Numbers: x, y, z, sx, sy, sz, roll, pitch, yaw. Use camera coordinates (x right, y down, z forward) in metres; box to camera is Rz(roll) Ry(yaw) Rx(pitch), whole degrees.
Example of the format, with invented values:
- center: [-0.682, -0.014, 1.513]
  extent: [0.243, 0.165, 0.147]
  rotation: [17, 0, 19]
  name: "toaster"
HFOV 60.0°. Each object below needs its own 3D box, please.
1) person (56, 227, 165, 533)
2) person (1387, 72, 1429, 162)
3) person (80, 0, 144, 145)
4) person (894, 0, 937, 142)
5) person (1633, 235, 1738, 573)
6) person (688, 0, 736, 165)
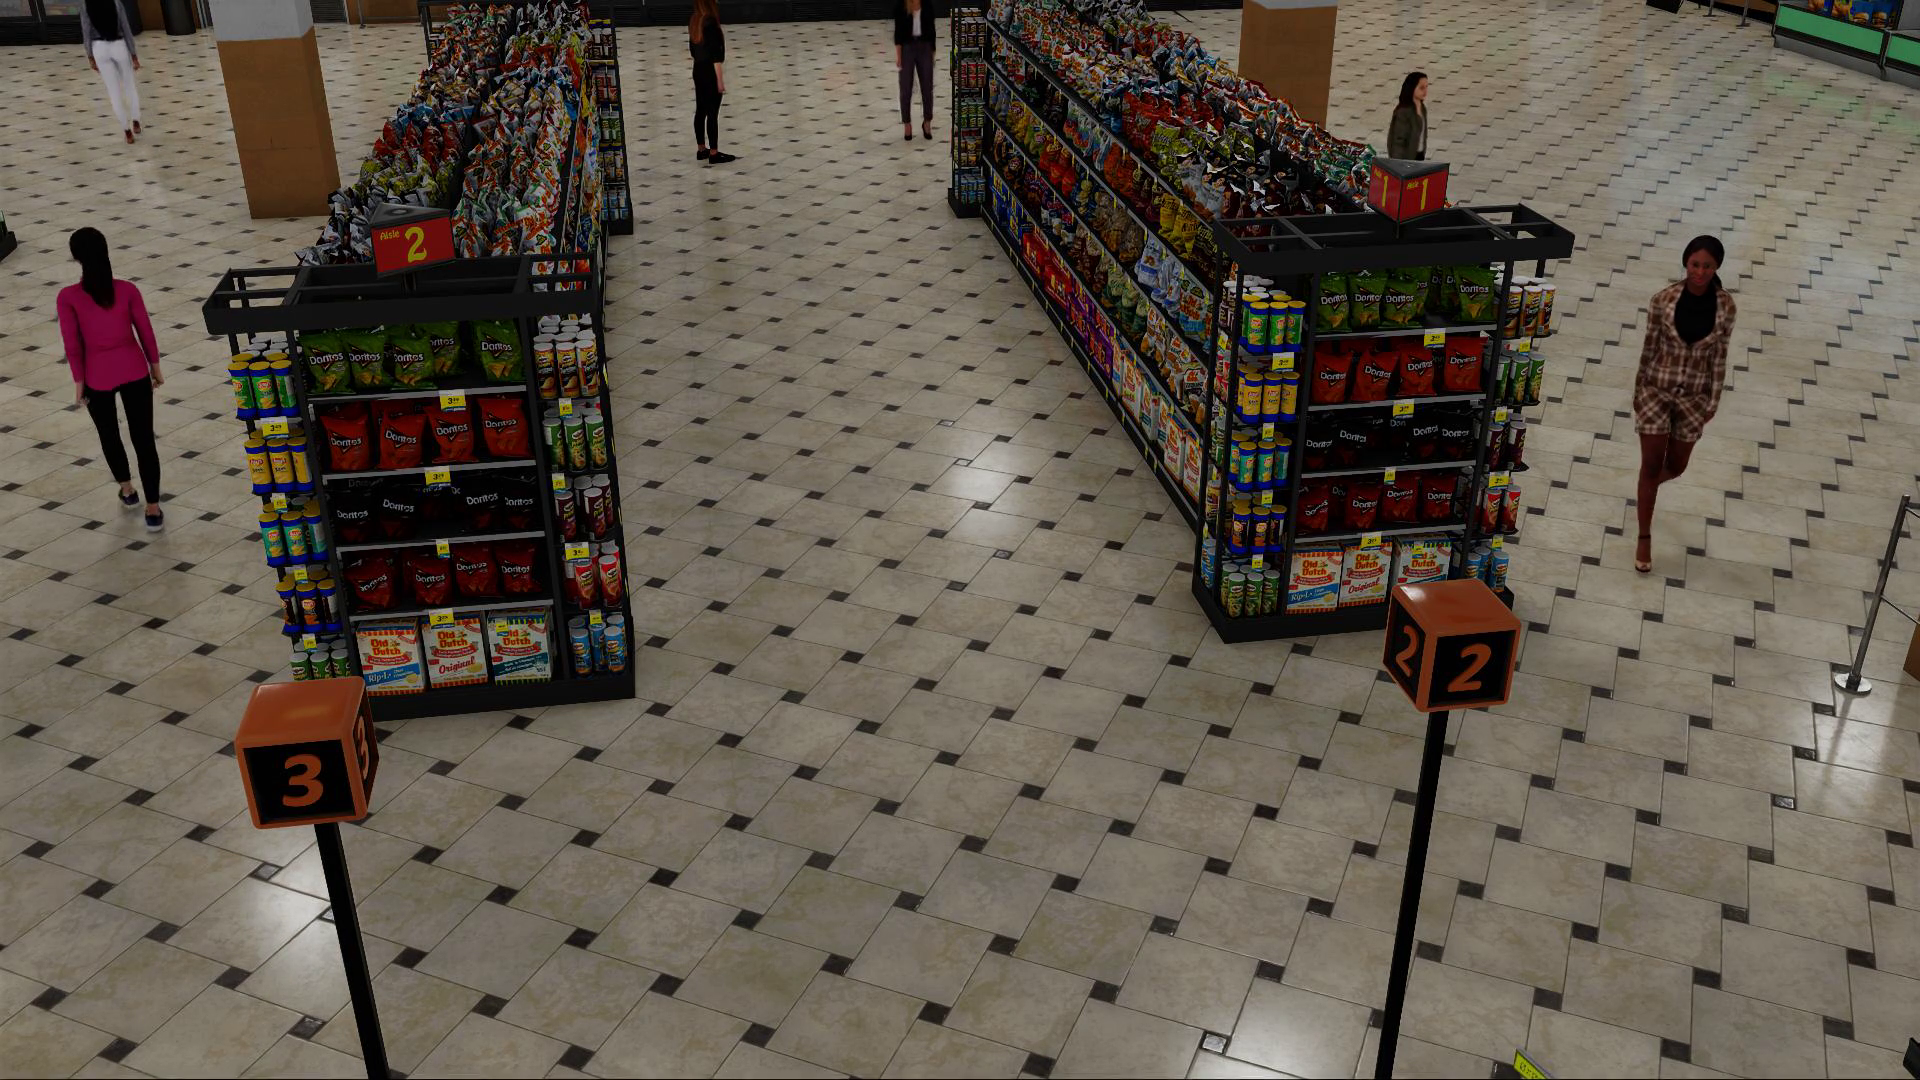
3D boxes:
- center: [-4.564, -0.831, 9.023]
  extent: [0.746, 1.682, 0.884]
  rotation: [-14, 30, -25]
  name: "person"
- center: [3.639, -3.134, 13.820]
  extent: [1.074, 1.451, 0.944]
  rotation: [24, 36, 39]
  name: "person"
- center: [-8.703, -4.941, 17.097]
  extent: [0.786, 1.710, 0.937]
  rotation: [-14, 30, -26]
  name: "person"
- center: [-0.486, -5.020, 17.297]
  extent: [0.609, 1.670, 0.527]
  rotation: [-6, 28, -12]
  name: "person"
- center: [3.746, -0.740, 8.742]
  extent: [0.876, 1.774, 1.076]
  rotation: [9, 28, 16]
  name: "person"
- center: [-2.511, -4.618, 16.457]
  extent: [0.738, 1.712, 0.625]
  rotation: [-20, 33, -34]
  name: "person"
